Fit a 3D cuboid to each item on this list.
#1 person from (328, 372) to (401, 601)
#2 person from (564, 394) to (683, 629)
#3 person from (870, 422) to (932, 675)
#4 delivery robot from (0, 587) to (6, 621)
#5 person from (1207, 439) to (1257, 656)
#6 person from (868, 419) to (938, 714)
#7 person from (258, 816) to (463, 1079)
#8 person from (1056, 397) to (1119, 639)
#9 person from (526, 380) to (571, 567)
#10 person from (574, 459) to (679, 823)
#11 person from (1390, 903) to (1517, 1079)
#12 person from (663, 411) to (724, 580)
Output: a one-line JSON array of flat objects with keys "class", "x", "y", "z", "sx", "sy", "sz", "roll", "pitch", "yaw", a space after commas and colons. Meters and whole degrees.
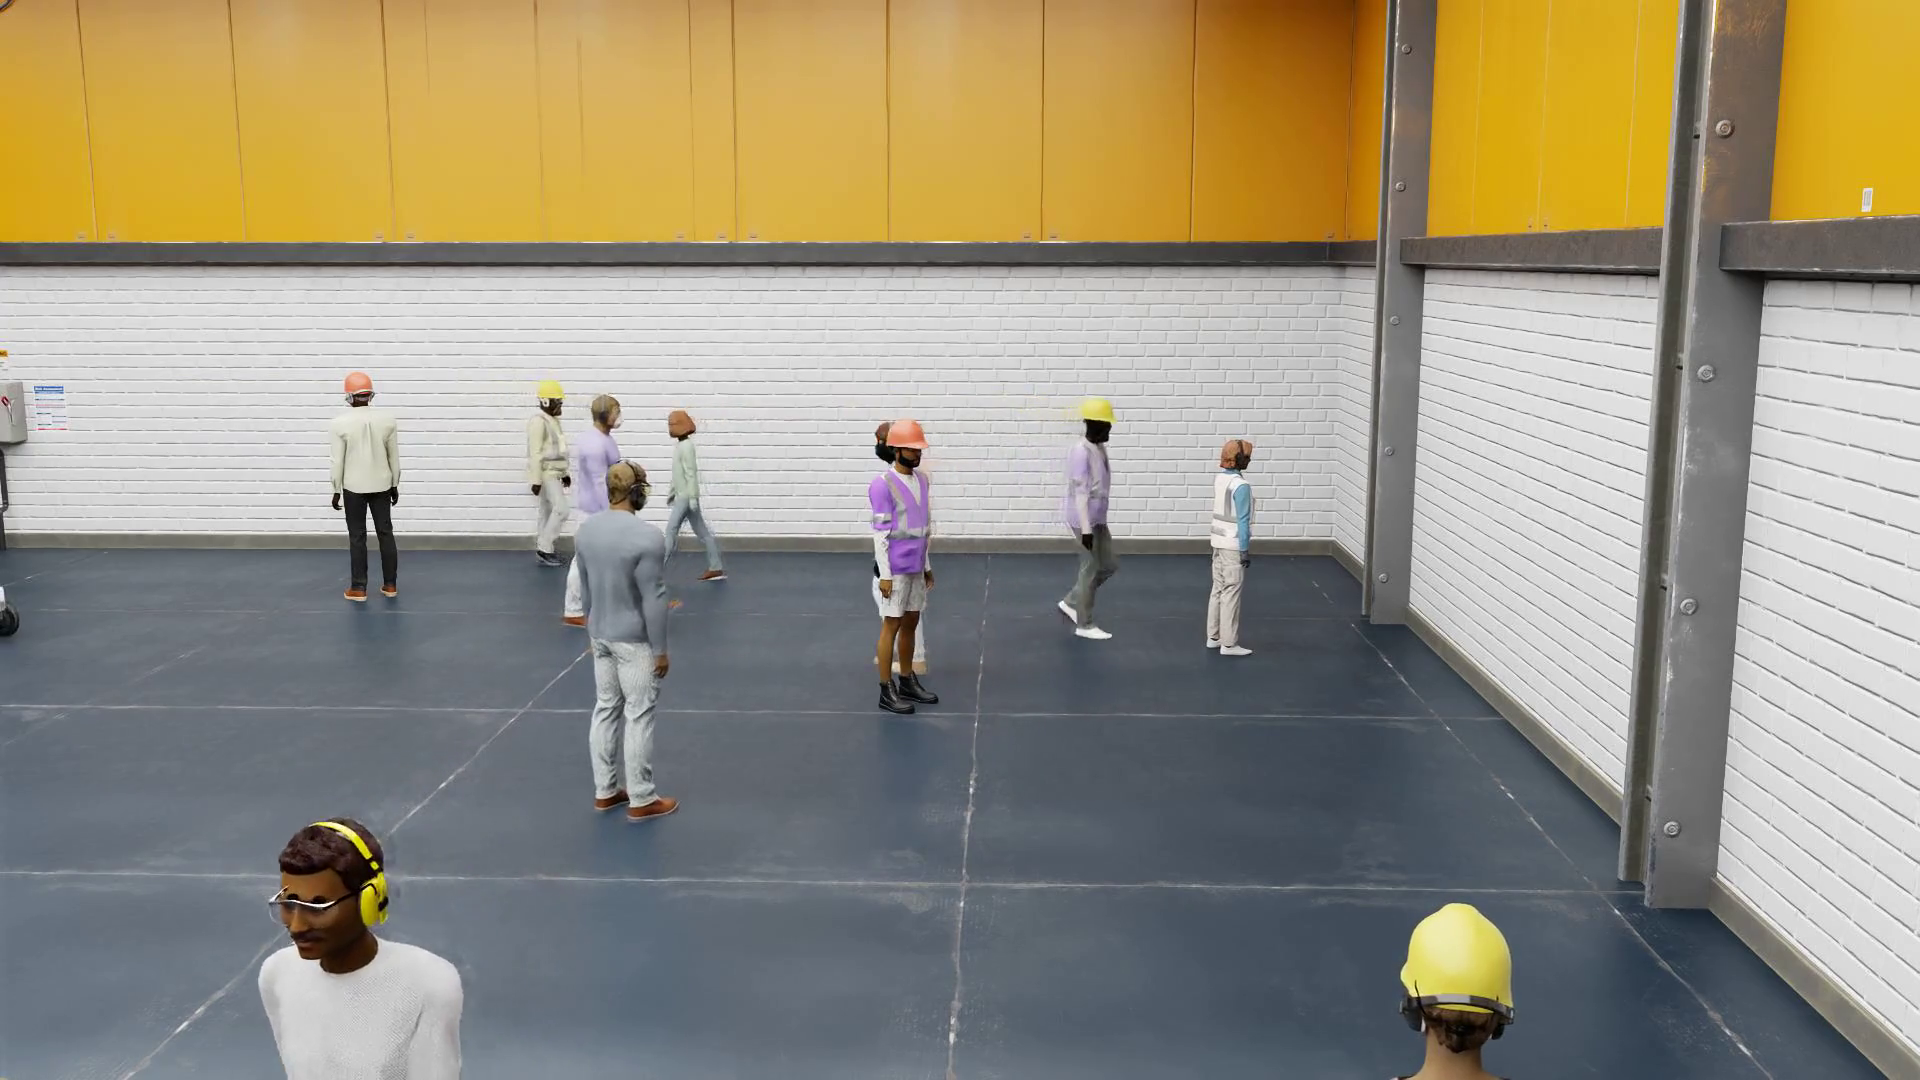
[{"class": "person", "x": -5.182, "y": -0.467, "z": 14.502, "sx": 0.613, "sy": 1.997, "sz": 0.374, "roll": -8, "pitch": 13, "yaw": -40}, {"class": "person", "x": -2.752, "y": -0.214, "z": 13.323, "sx": 0.988, "sy": 1.889, "sz": 0.659, "roll": 0, "pitch": 10, "yaw": -2}, {"class": "person", "x": -0.484, "y": 0.063, "z": 11.903, "sx": 0.578, "sy": 1.820, "sz": 0.658, "roll": 2, "pitch": 10, "yaw": 10}, {"class": "delivery robot", "x": -7.827, "y": 0.470, "z": 12.960, "sx": 0.707, "sy": 0.478, "sz": 0.477, "roll": 3, "pitch": 10, "yaw": 18}, {"class": "person", "x": 2.041, "y": 0.057, "z": 12.514, "sx": 0.315, "sy": 1.629, "sz": 0.508, "roll": -2, "pitch": 10, "yaw": -11}, {"class": "person", "x": -0.353, "y": 0.165, "z": 10.978, "sx": 0.361, "sy": 1.938, "sz": 0.545, "roll": 6, "pitch": 11, "yaw": 32}, {"class": "person", "x": -1.290, "y": 1.490, "z": 3.570, "sx": 0.516, "sy": 1.821, "sz": 0.979, "roll": 2, "pitch": 10, "yaw": 9}, {"class": "person", "x": 1.030, "y": -0.168, "z": 12.998, "sx": 0.424, "sy": 1.912, "sz": 0.595, "roll": 4, "pitch": 10, "yaw": 21}, {"class": "person", "x": -3.939, "y": -0.637, "z": 16.030, "sx": 0.445, "sy": 1.815, "sz": 0.610, "roll": 0, "pitch": 10, "yaw": -2}, {"class": "person", "x": -1.778, "y": 0.535, "z": 8.851, "sx": 0.637, "sy": 1.932, "sz": 0.375, "roll": 8, "pitch": 12, "yaw": 38}, {"class": "person", "x": 0.939, "y": 1.569, "z": 3.261, "sx": 0.525, "sy": 1.769, "sz": 0.311, "roll": 0, "pitch": 10, "yaw": 1}, {"class": "person", "x": -2.581, "y": -0.391, "z": 15.250, "sx": 0.860, "sy": 1.579, "sz": 0.526, "roll": -2, "pitch": 10, "yaw": -11}]
